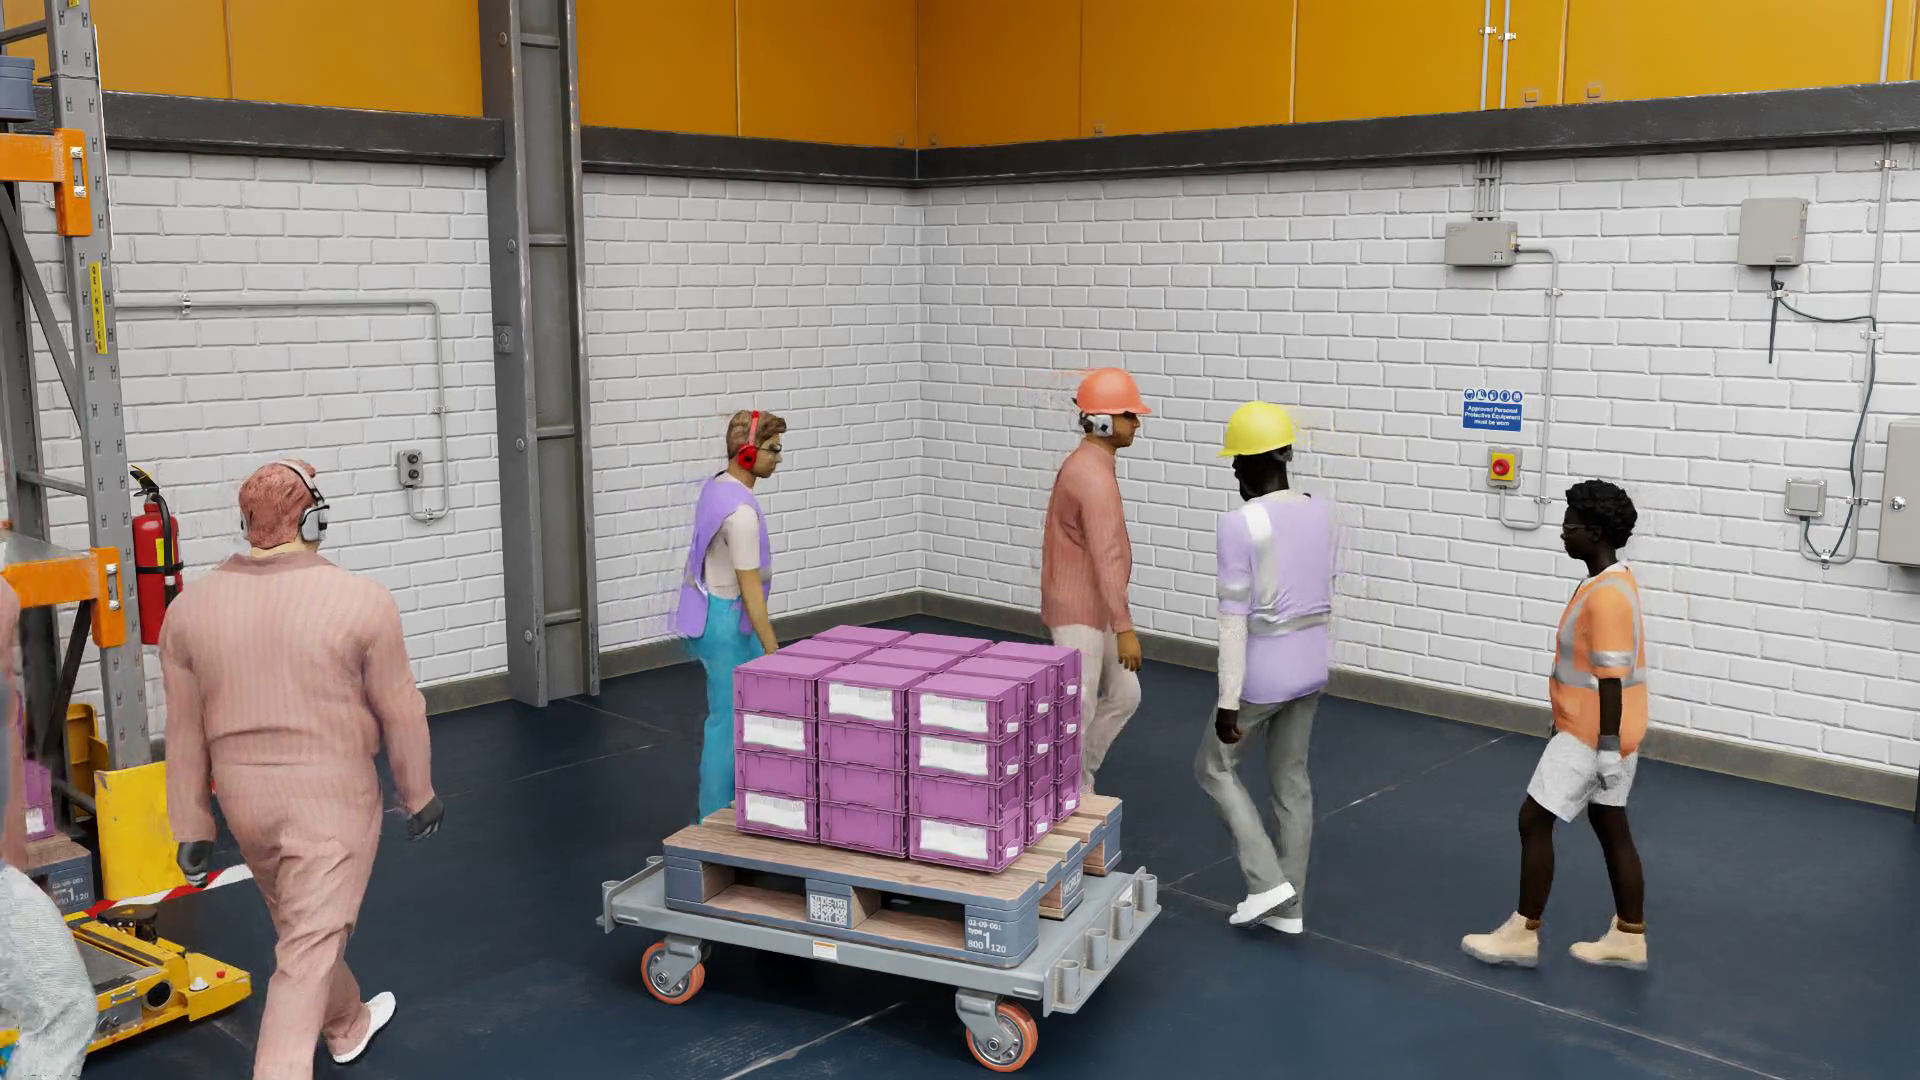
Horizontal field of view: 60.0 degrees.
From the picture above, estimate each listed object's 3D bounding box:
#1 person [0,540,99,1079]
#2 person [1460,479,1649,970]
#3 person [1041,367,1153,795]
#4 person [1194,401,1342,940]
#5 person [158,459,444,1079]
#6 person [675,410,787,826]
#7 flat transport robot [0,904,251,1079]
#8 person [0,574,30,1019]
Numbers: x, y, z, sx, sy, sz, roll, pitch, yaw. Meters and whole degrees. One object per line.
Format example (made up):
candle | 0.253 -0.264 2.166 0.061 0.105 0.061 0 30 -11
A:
person | -2.279 0.781 3.898 0.647 1.920 0.642 -9 13 -44
person | 2.016 0.629 5.587 0.714 1.671 0.549 4 10 22
person | 0.539 0.294 6.714 0.507 1.976 0.610 1 9 5
person | 1.079 0.465 5.855 0.622 1.905 0.437 -7 11 -36
person | -1.777 0.711 4.539 0.639 1.856 1.015 1 9 8
person | -0.906 0.381 6.672 0.469 1.816 0.593 -2 9 -9
flat transport robot | -2.938 1.437 4.910 0.652 0.197 1.431 6 11 34
person | -2.894 0.710 4.508 0.633 1.866 0.845 4 10 24
